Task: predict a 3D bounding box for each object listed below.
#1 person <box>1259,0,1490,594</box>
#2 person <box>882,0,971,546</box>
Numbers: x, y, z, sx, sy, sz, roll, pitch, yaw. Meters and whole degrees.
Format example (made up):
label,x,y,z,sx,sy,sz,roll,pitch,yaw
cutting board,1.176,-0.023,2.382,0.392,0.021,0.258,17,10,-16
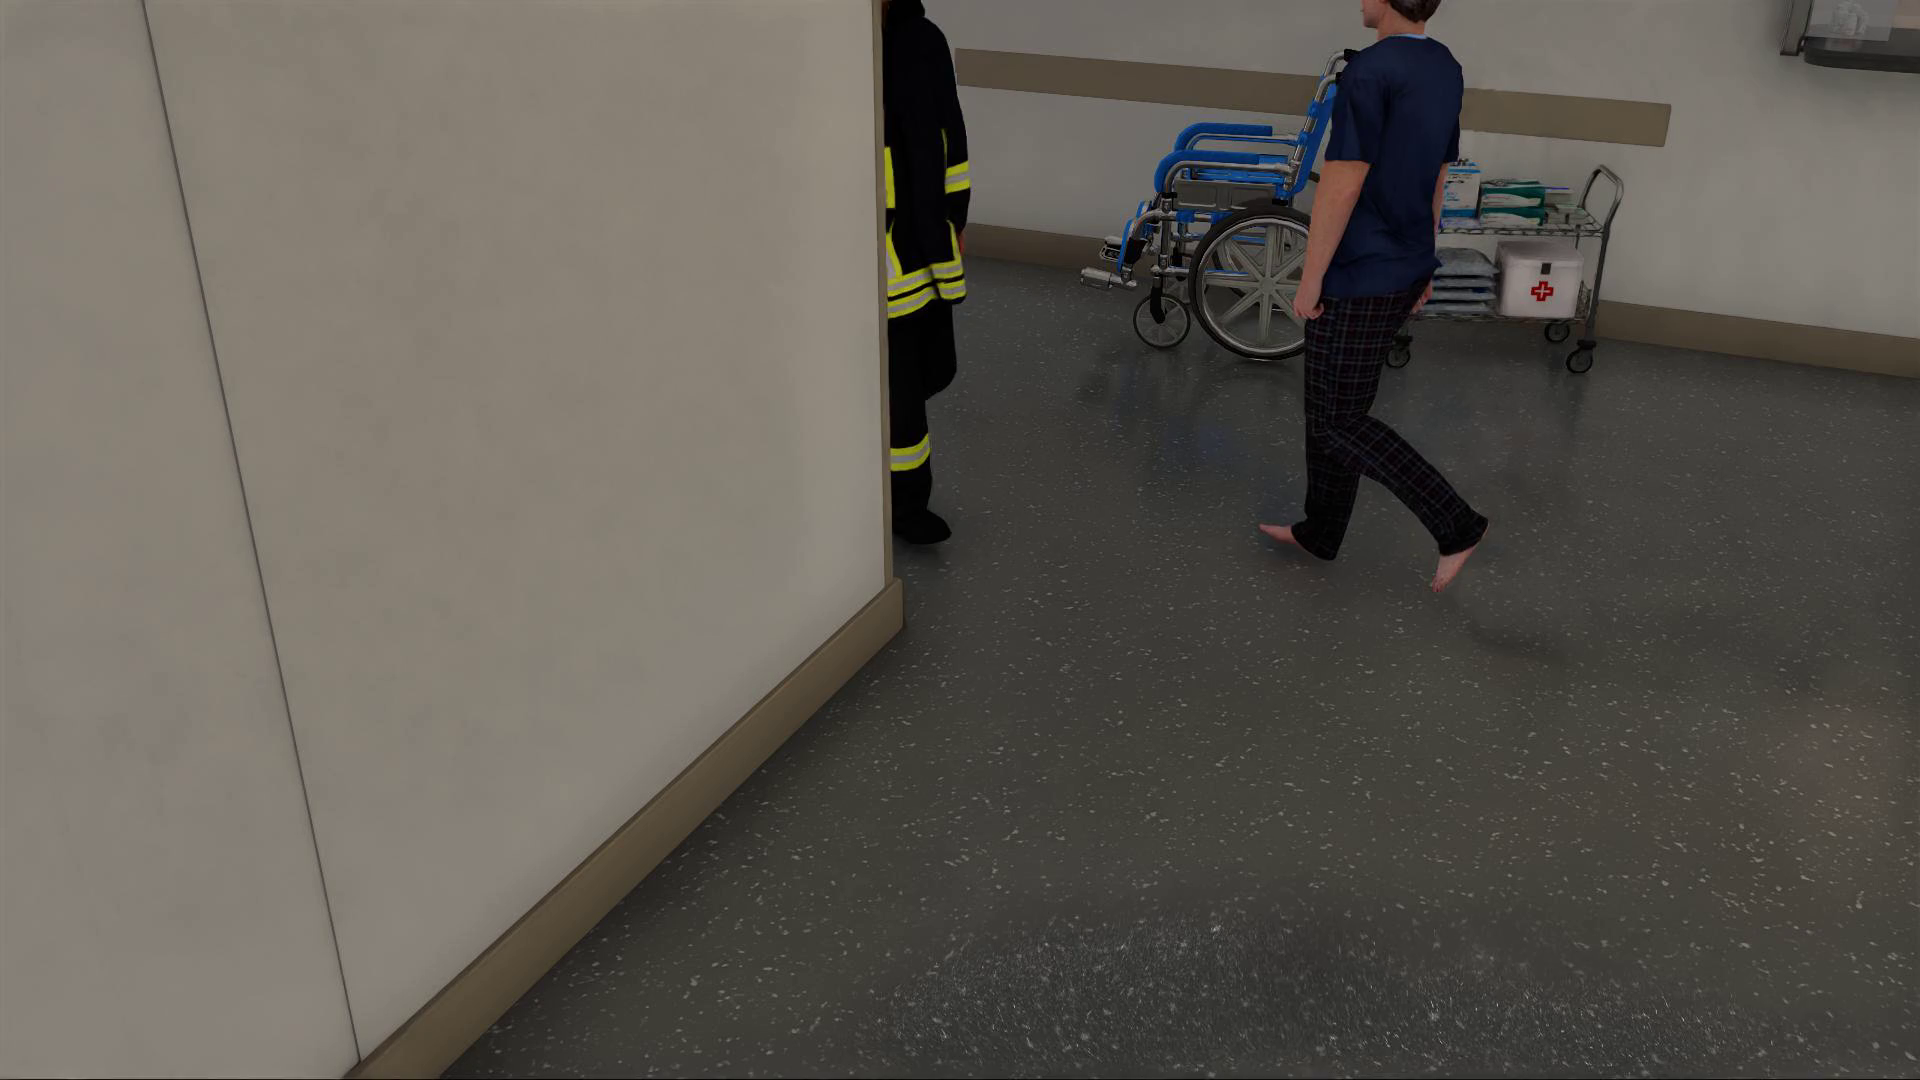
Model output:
label,x,y,z,sx,sy,sz,roll,pitch,yaw
person,1.225,-0.702,4.641,0.911,1.840,1.032,21,33,37
person,-0.267,-0.950,5.073,1.048,1.912,1.034,22,33,37
